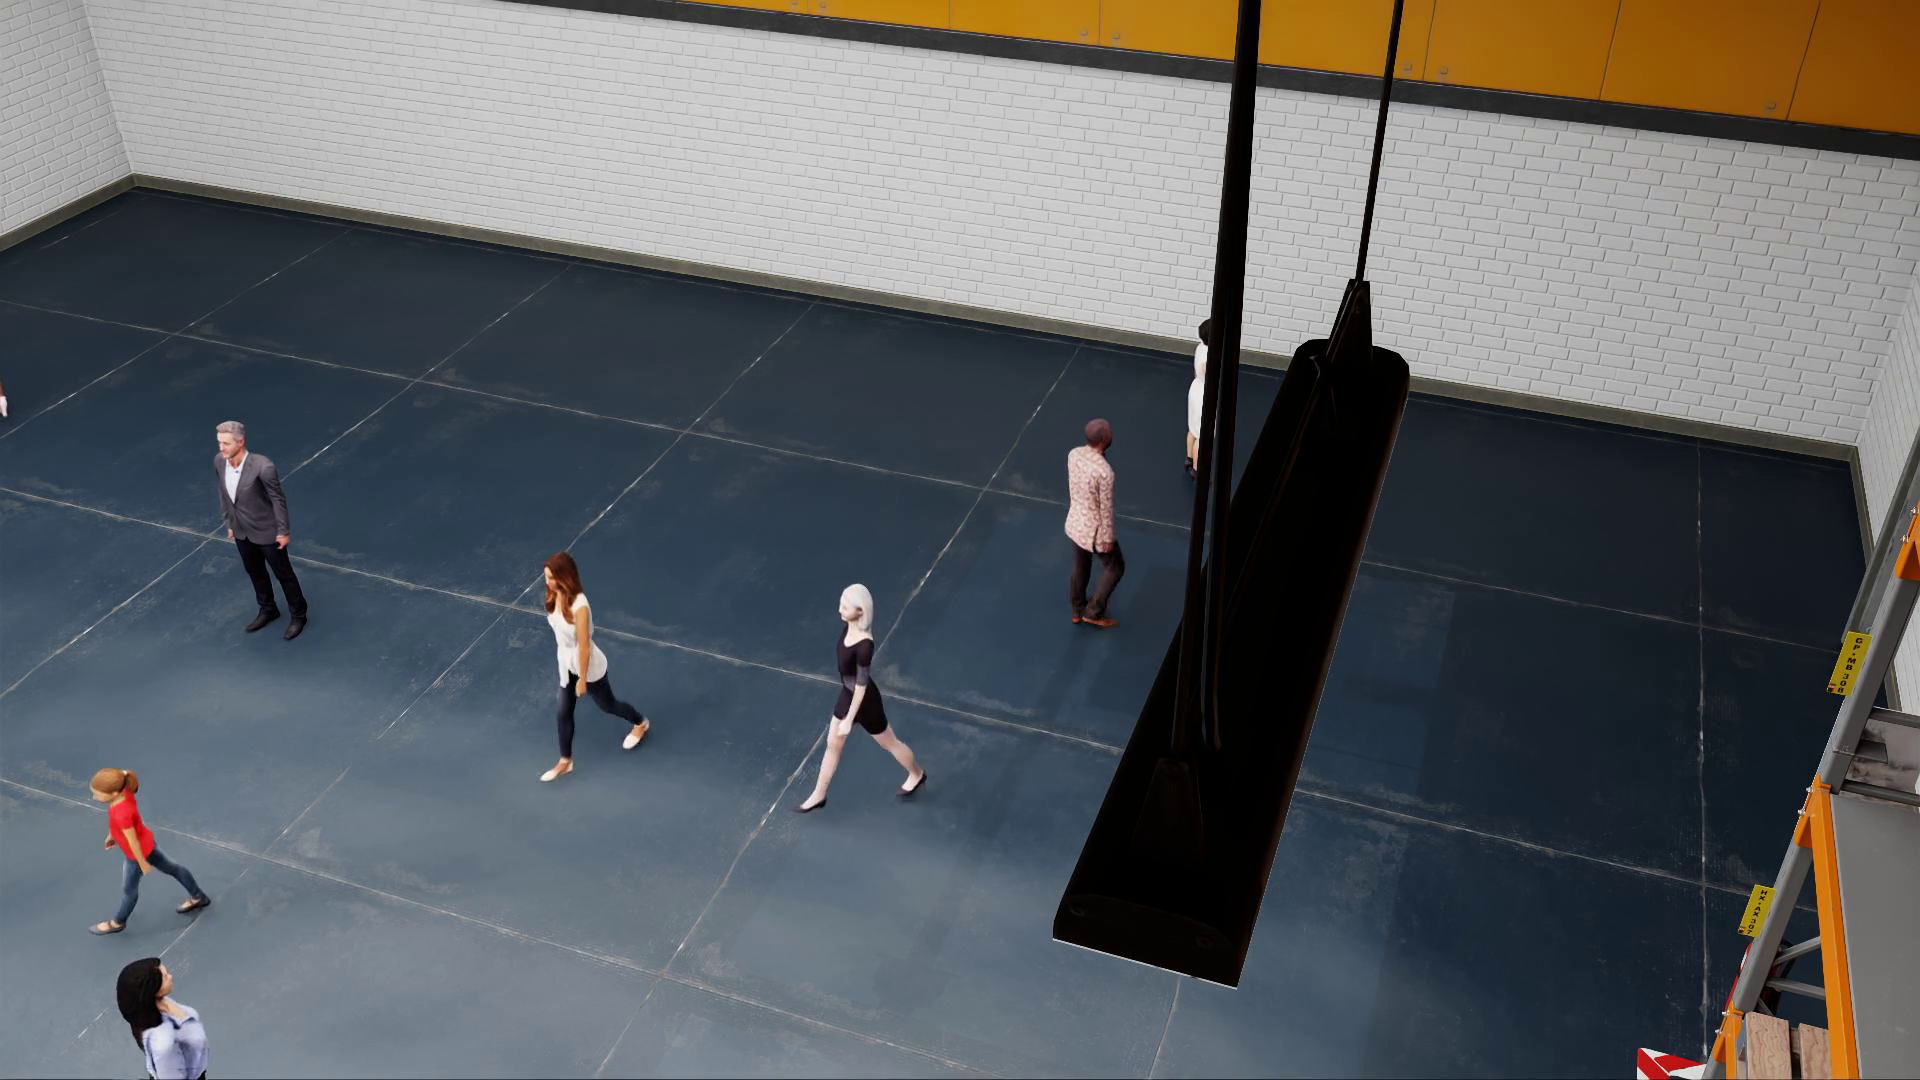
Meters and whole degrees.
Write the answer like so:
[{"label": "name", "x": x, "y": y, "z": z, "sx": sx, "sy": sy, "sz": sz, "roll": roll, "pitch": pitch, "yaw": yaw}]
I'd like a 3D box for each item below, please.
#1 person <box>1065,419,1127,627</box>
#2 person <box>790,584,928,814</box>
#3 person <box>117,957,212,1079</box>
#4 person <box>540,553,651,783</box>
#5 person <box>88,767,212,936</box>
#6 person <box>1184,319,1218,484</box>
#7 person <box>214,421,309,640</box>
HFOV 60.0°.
[{"label": "person", "x": 0.948, "y": -0.080, "z": 12.675, "sx": 0.849, "sy": 1.796, "sz": 0.825, "roll": -19, "pitch": 38, "yaw": -27}, {"label": "person", "x": -0.553, "y": 1.070, "z": 10.962, "sx": 1.199, "sy": 1.777, "sz": 1.141, "roll": -14, "pitch": 36, "yaw": -20}, {"label": "person", "x": -4.019, "y": 2.816, "z": 8.412, "sx": 1.247, "sy": 1.692, "sz": 1.070, "roll": -23, "pitch": 40, "yaw": -30}, {"label": "person", "x": -2.497, "y": 0.822, "z": 11.360, "sx": 0.856, "sy": 1.750, "sz": 1.159, "roll": 26, "pitch": 42, "yaw": 34}, {"label": "person", "x": -4.964, "y": 1.871, "z": 10.208, "sx": 0.911, "sy": 1.278, "sz": 0.880, "roll": -12, "pitch": 35, "yaw": -17}, {"label": "person", "x": 2.150, "y": -1.239, "z": 14.636, "sx": 0.698, "sy": 1.555, "sz": 0.587, "roll": -3, "pitch": 34, "yaw": -5}, {"label": "person", "x": -5.359, "y": -0.101, "z": 12.665, "sx": 0.730, "sy": 1.841, "sz": 0.591, "roll": 10, "pitch": 35, "yaw": 14}]
